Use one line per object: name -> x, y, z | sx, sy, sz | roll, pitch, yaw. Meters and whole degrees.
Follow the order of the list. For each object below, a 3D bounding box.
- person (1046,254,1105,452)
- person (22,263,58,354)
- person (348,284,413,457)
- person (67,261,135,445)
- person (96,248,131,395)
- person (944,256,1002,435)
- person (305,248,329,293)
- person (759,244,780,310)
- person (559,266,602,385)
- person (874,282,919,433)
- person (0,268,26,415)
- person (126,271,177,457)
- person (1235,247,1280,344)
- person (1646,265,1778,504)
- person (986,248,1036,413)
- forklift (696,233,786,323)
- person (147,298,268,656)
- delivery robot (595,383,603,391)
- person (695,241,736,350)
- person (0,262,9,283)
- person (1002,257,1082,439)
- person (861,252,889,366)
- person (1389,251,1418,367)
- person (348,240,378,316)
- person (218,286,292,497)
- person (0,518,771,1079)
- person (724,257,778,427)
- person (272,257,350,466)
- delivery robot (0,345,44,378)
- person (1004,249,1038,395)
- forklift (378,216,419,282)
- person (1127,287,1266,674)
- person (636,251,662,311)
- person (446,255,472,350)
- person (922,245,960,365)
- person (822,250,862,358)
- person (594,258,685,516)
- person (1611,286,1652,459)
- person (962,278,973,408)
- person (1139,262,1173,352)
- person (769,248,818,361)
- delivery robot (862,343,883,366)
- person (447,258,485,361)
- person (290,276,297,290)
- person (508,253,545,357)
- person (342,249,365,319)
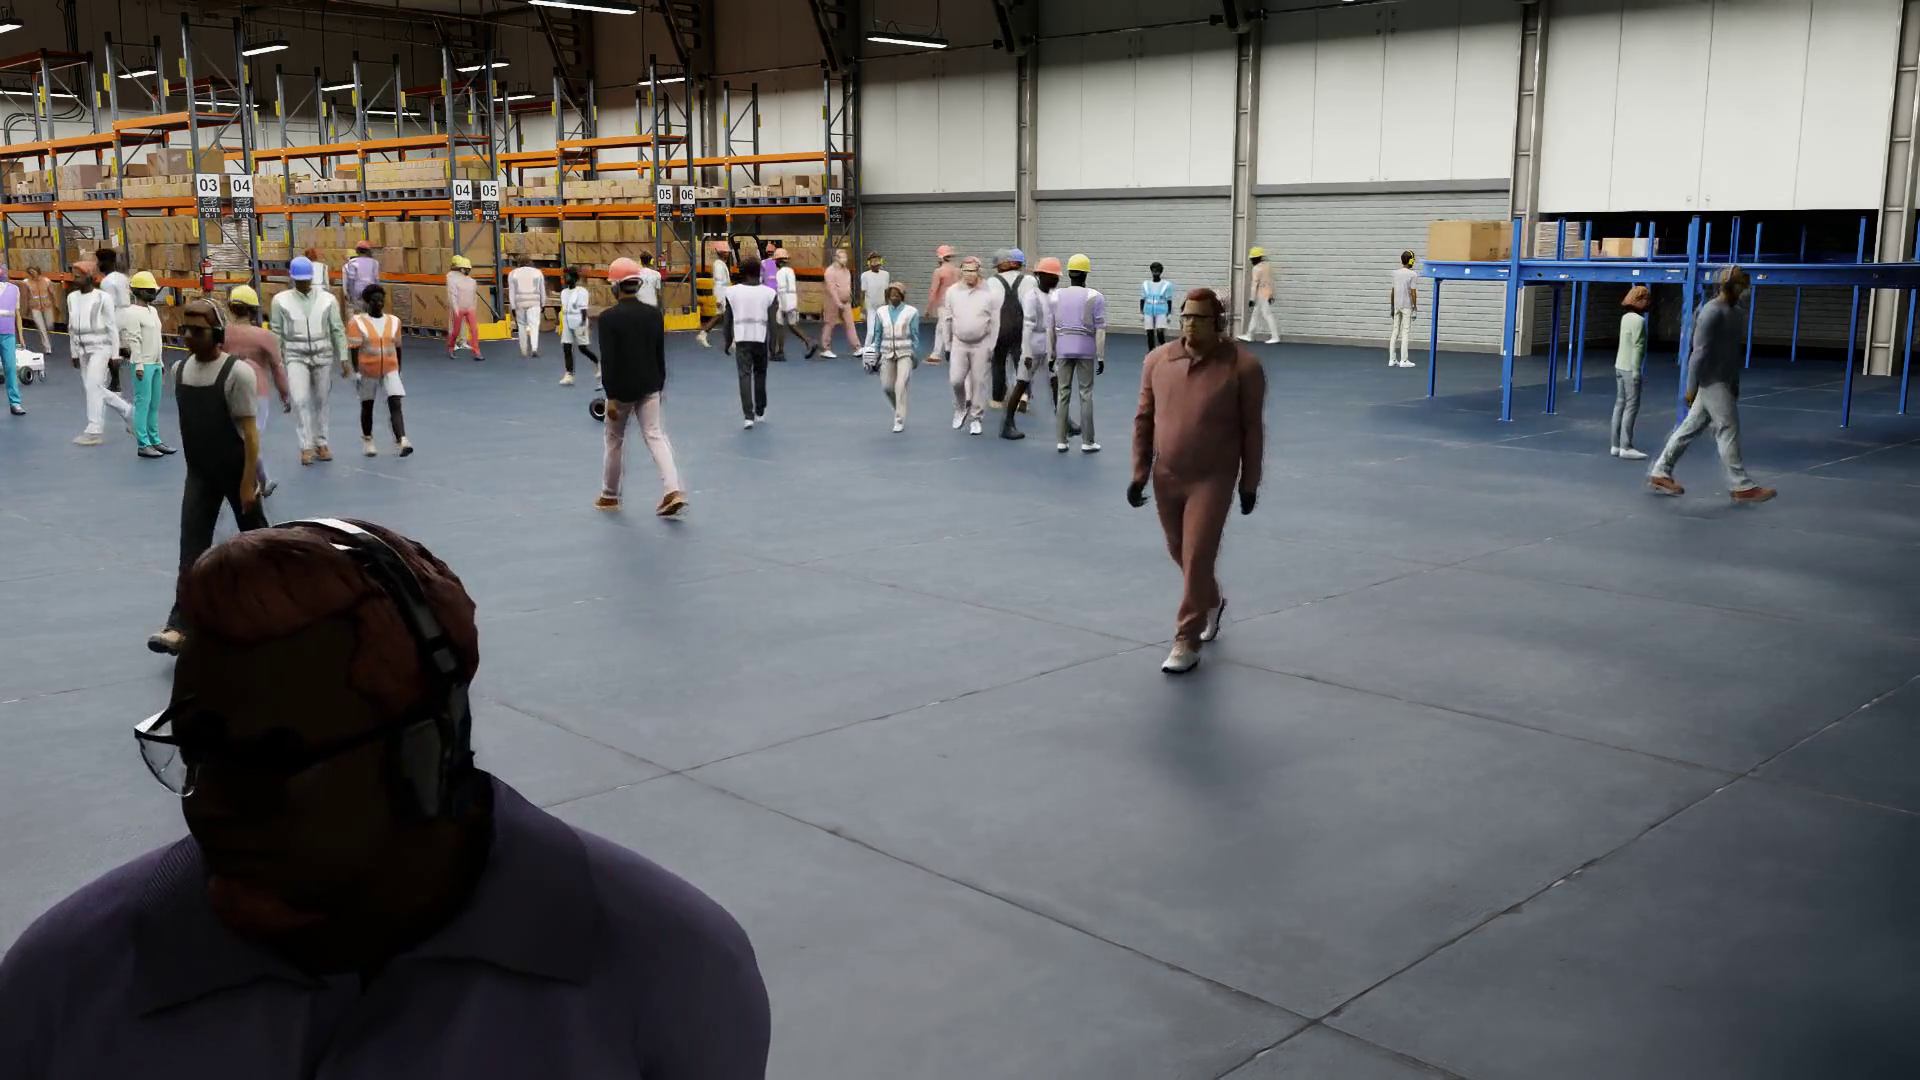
person -> 1.138, -1.830, 16.317 | 0.590, 1.926, 0.388 | 4, 11, 20
person -> -16.554, -4.176, 29.953 | 0.532, 1.610, 0.577 | -7, 12, -32
person -> -5.539, -1.603, 15.832 | 0.546, 1.646, 0.860 | -8, 13, -36
person -> -8.866, -1.944, 17.150 | 0.582, 1.860, 0.805 | 4, 11, 22
person -> -11.171, -2.910, 22.148 | 0.637, 1.946, 0.629 | 0, 10, 1
person -> 0.122, -2.071, 17.749 | 0.641, 1.889, 0.432 | 2, 11, 11
person -> -12.675, -4.787, 32.662 | 0.601, 1.836, 0.957 | -9, 13, -39
person -> -4.192, -5.624, 37.054 | 0.577, 1.904, 0.860 | -1, 10, -6
person -> -5.428, -3.062, 23.702 | 0.533, 1.679, 0.670 | 6, 12, 31
person -> -0.674, -2.012, 18.178 | 0.520, 1.618, 0.585 | 3, 11, 18
person -> -11.365, -2.398, 19.626 | 0.569, 1.849, 0.384 | -10, 14, -42
person -> -7.797, -1.691, 16.001 | 0.312, 1.766, 0.533 | 0, 10, -3
person -> 5.862, -4.779, 32.543 | 0.930, 1.868, 0.607 | 5, 11, 24
person -> 6.052, -1.255, 13.342 | 1.022, 1.885, 0.652 | 8, 13, 39
person -> 0.612, -2.541, 20.000 | 0.692, 2.000, 0.996 | -2, 11, -9
forklift -> -5.496, -6.489, 41.108 | 2.313, 2.155, 1.214 | -10, 14, -44
person -> -3.799, -0.331, 8.520 | 0.525, 1.788, 1.025 | 3, 11, 14
delivery robot -> -3.871, -1.839, 19.248 | 0.698, 0.223, 0.335 | 2, 11, 10
person -> -4.456, -4.550, 30.917 | 0.925, 2.016, 0.627 | -2, 11, -11
person -> -17.532, -4.335, 30.042 | 0.698, 1.932, 0.331 | -7, 12, -33
person -> 0.899, -1.976, 17.254 | 1.015, 1.870, 0.601 | 7, 12, 33
person -> -1.352, -3.664, 26.552 | 0.522, 1.842, 0.418 | -6, 12, -30
person -> 7.178, -3.736, 26.902 | 0.319, 1.864, 0.516 | -8, 13, -38
person -> -11.689, -4.860, 32.625 | 0.617, 2.010, 0.485 | -7, 13, -35
person -> -5.572, -1.135, 13.091 | 0.548, 1.710, 0.926 | 0, 10, 1
person -> -0.469, 0.919, 1.389 | 0.652, 1.904, 0.402 | -1, 10, -6
person -> -2.330, -2.214, 18.589 | 0.603, 1.870, 1.001 | -1, 10, -6
person -> -6.021, -1.663, 15.450 | 0.642, 1.900, 0.793 | -6, 12, -28
delivery robot -> -13.554, -2.575, 23.985 | 0.477, 0.478, 0.707 | 0, 10, 2
person -> 0.721, -2.807, 21.627 | 0.607, 1.931, 0.433 | 1, 10, 7
forklift -> -17.868, -9.201, 54.028 | 1.873, 2.768, 1.129 | -10, 14, -44
person -> 1.205, -0.341, 8.372 | 0.637, 1.870, 0.940 | 6, 12, 32
person -> -5.085, -3.749, 26.979 | 0.500, 1.862, 0.331 | -2, 11, -9
person -> -9.321, -4.425, 30.968 | 0.312, 1.744, 0.487 | 7, 12, 33
person -> -0.205, -3.803, 27.030 | 0.986, 1.956, 0.618 | 7, 12, 33
person -> -2.022, -4.046, 28.593 | 0.970, 1.849, 0.634 | 8, 13, 38
person -> -2.442, -1.152, 12.587 | 0.621, 1.958, 1.022 | -9, 14, -42
person -> 6.439, -1.610, 15.939 | 0.295, 1.631, 0.508 | 1, 10, 6
person -> 0.097, -2.447, 20.559 | 0.524, 1.608, 0.764 | -1, 10, -7
person -> 3.173, -3.670, 27.025 | 0.539, 1.682, 0.369 | 4, 11, 22
person -> -2.835, -3.977, 28.117 | 0.778, 1.907, 0.553 | 4, 11, 21
delivery robot -> -1.228, -2.901, 25.762 | 0.477, 0.478, 0.707 | 5, 11, 24
person -> -8.486, -3.943, 28.372 | 0.523, 1.728, 0.861 | -10, 14, -43
person -> -12.839, -4.648, 32.536 | 0.492, 1.613, 0.693 | -5, 11, -24
person -> -7.576, -4.105, 29.115 | 0.616, 1.811, 0.952 | -2, 11, -13
person -> -13.021, -5.351, 35.826 | 0.608, 1.820, 0.419 | -10, 14, -43
